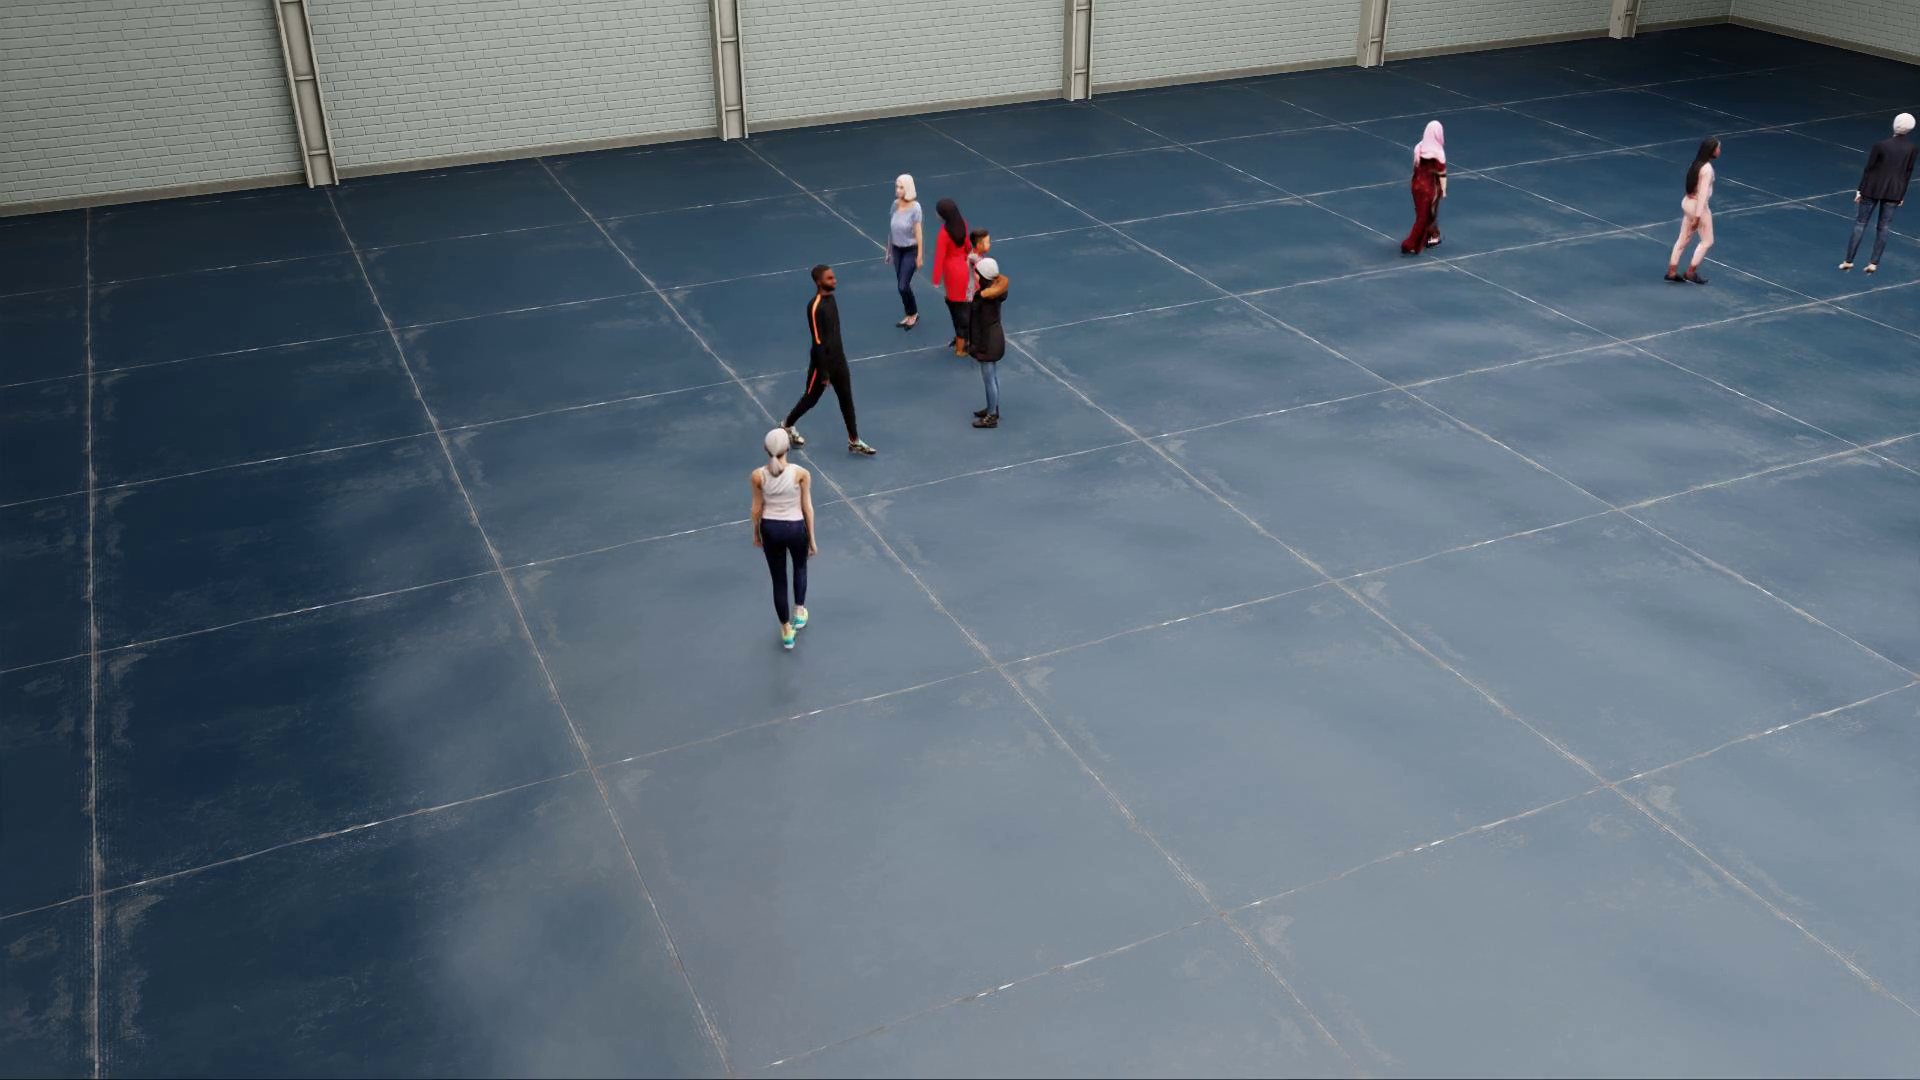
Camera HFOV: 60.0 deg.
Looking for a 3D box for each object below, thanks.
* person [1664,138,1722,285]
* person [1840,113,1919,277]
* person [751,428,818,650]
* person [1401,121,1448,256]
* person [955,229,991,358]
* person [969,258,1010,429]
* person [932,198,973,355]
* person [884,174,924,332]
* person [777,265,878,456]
[{"bbox_3d":[8.403,-3.784,19.197,0.797,1.707,0.757,0,28,0],"label":"person"},{"bbox_3d":[9.866,-3.728,17.862,0.820,1.781,0.788,10,30,18],"label":"person"},{"bbox_3d":[-1.280,0.028,12.058,0.777,1.689,0.829,-1,28,-2],"label":"person"},{"bbox_3d":[5.619,-4.244,20.163,0.938,1.610,0.618,-13,31,-23],"label":"person"},{"bbox_3d":[0.070,-2.590,17.245,0.867,1.435,0.782,1,28,3],"label":"person"},{"bbox_3d":[0.269,-1.867,15.675,0.758,1.634,0.729,3,28,5],"label":"person"},{"bbox_3d":[0.014,-2.690,17.147,0.861,1.704,0.774,23,36,37],"label":"person"},{"bbox_3d":[-0.523,-3.114,17.937,0.670,1.709,0.670,-24,36,-37],"label":"person"},{"bbox_3d":[-1.303,-1.609,15.048,1.214,1.768,1.188,11,30,20],"label":"person"}]
